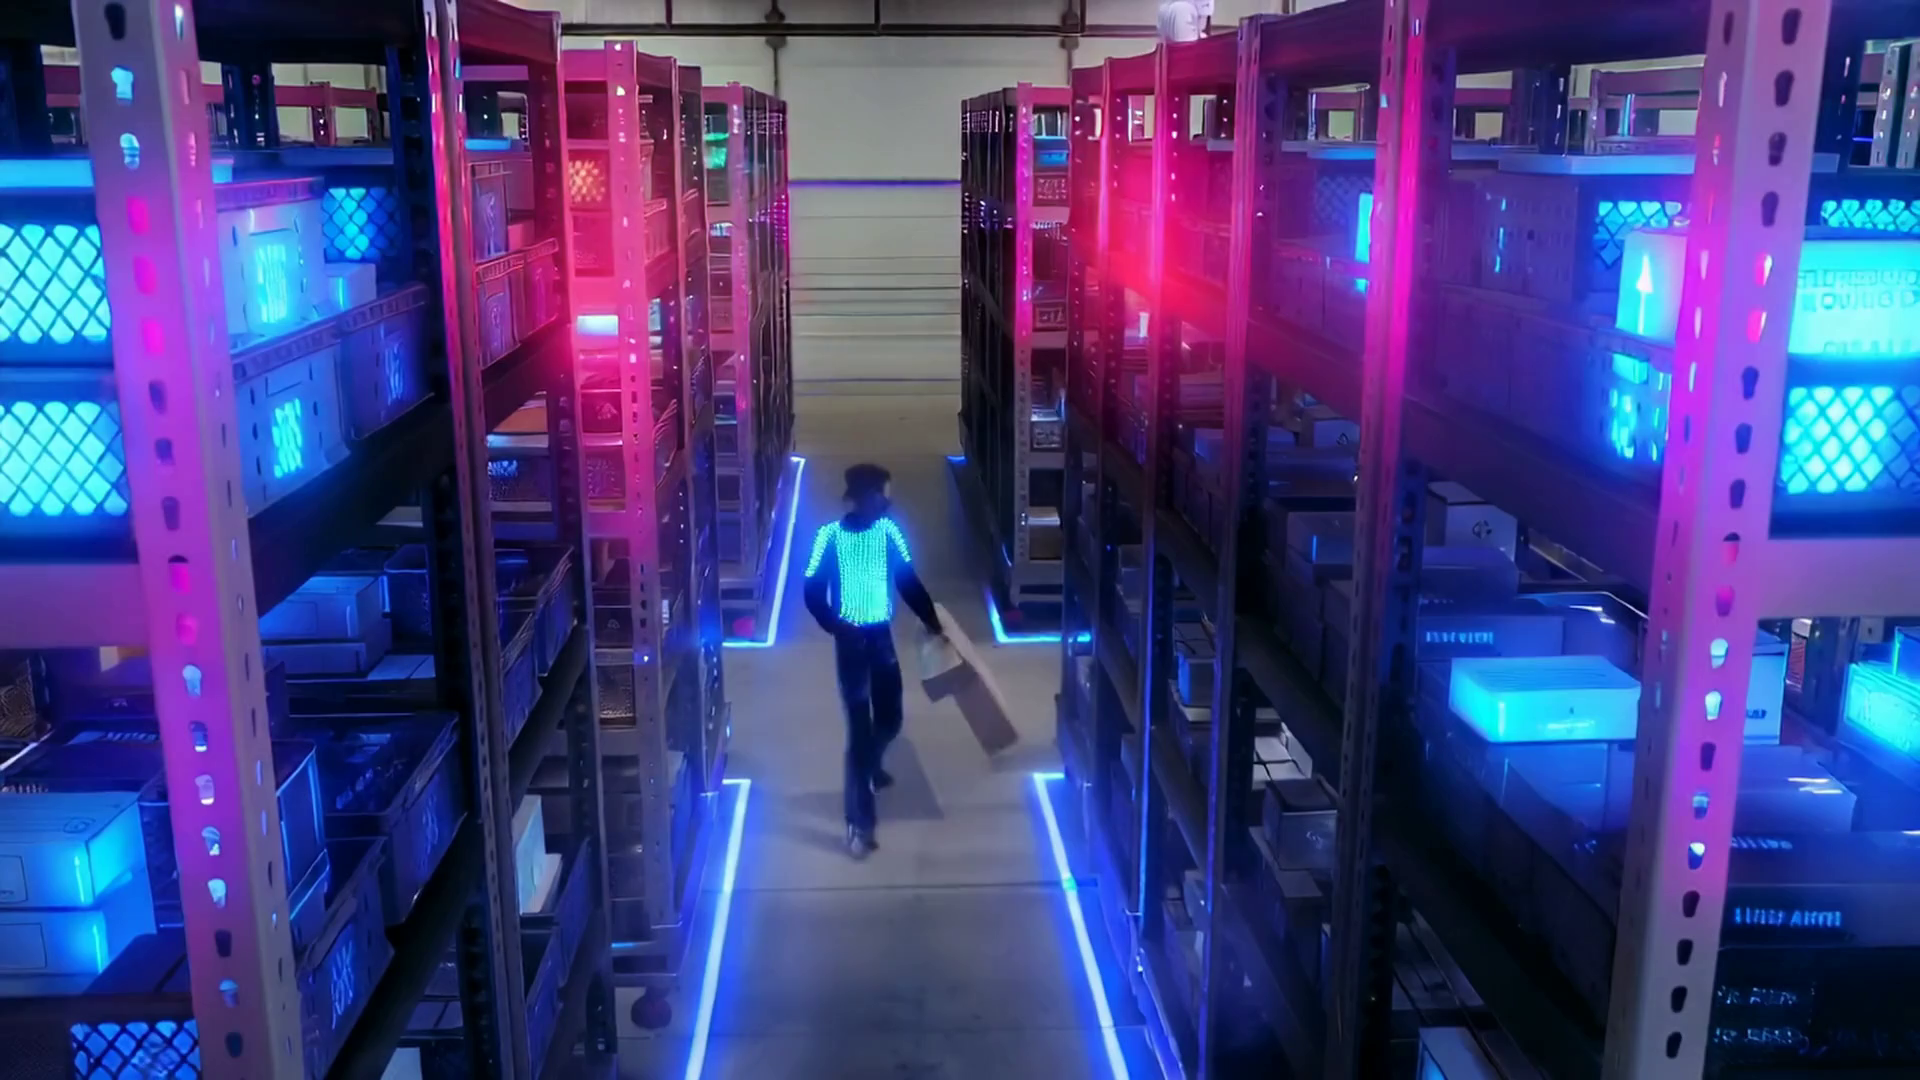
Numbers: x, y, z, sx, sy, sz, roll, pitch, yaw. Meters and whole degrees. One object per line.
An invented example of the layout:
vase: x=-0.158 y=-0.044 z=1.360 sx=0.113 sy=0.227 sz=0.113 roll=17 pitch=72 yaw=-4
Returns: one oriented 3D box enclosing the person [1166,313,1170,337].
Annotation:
person: x=2.312 y=-2.116 z=18.538 sx=0.498 sy=1.828 sz=0.563 roll=-3 pitch=14 yaw=-12
